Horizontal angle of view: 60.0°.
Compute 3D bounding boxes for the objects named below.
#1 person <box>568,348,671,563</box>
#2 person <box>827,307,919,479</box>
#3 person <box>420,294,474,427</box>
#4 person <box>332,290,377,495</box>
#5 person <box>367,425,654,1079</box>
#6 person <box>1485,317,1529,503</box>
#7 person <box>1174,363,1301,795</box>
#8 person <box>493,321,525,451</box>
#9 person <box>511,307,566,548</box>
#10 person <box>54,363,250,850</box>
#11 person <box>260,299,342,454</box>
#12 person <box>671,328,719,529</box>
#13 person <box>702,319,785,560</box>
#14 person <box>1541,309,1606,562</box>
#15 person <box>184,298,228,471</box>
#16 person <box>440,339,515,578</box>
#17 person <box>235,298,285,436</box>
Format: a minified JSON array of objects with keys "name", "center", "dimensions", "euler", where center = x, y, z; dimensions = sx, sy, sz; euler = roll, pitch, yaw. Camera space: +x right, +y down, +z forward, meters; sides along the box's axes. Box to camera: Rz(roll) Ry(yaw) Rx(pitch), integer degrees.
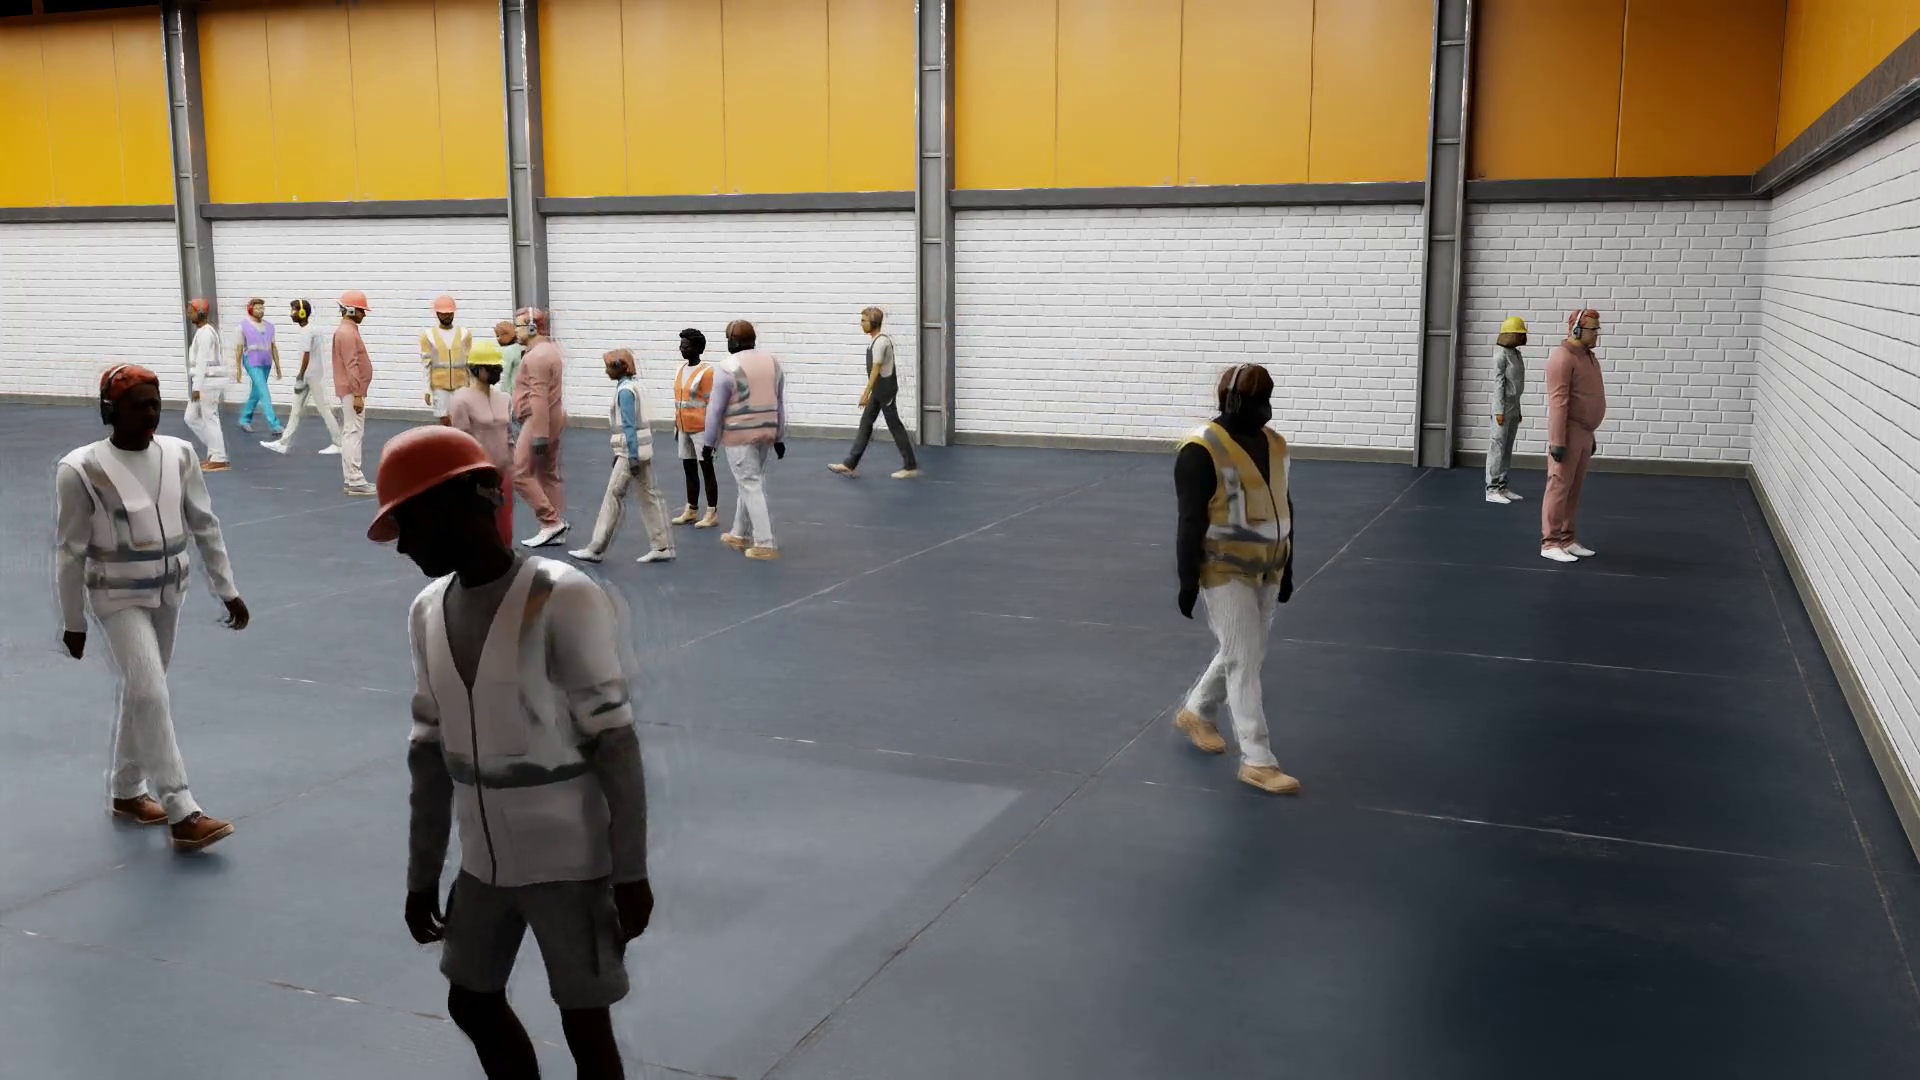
[{"name":"person","center":[-2.545,-0.615,12.359],"dimensions":[0.817,1.600,0.523],"euler":[-1,9,-5]},{"name":"person","center":[-0.870,-1.510,17.251],"dimensions":[0.957,1.793,0.520],"euler":[-2,10,-14]},{"name":"person","center":[-5.395,-1.625,17.555],"dimensions":[0.558,1.917,0.484],"euler":[-4,10,-25]},{"name":"person","center":[-5.880,-1.430,16.169],"dimensions":[0.387,1.989,0.608],"euler":[-4,10,-25]},{"name":"person","center":[-0.933,0.699,3.608],"dimensions":[0.684,1.884,0.369],"euler":[5,11,27]},{"name":"person","center":[5.167,-1.223,15.655],"dimensions":[0.295,1.744,0.484],"euler":[8,12,39]},{"name":"person","center":[1.209,0.130,7.256],"dimensions":[0.642,1.814,0.844],"euler":[-8,12,-39]},{"name":"person","center":[-4.959,-1.617,18.435],"dimensions":[0.622,1.599,0.569],"euler":[1,9,7]},{"name":"person","center":[-3.330,-0.868,13.038],"dimensions":[0.431,1.891,0.678],"euler":[-1,9,-7]},{"name":"person","center":[-3.058,0.255,6.398],"dimensions":[0.926,1.846,0.599],"euler":[4,10,23]},{"name":"person","center":[-7.700,-1.889,19.443],"dimensions":[0.957,1.818,0.553],"euler":[-4,10,-25]},{"name":"person","center":[-2.249,-0.946,14.113],"dimensions":[0.540,1.696,0.316],"euler":[9,13,42]},{"name":"person","center":[-1.702,-0.765,12.674],"dimensions":[0.855,1.806,0.644],"euler":[8,12,39]},{"name":"person","center":[4.643,-0.787,12.547],"dimensions":[0.404,1.900,0.637],"euler":[7,12,38]},{"name":"person","center":[-8.146,-1.657,17.903],"dimensions":[0.424,1.866,0.583],"euler":[-5,11,-29]},{"name":"person","center":[-3.087,-0.418,10.727],"dimensions":[0.558,1.753,0.538],"euler":[5,11,29]},{"name":"person","center":[-9.234,-2.276,21.874],"dimensions":[0.993,1.802,0.577],"euler":[4,10,24]}]
